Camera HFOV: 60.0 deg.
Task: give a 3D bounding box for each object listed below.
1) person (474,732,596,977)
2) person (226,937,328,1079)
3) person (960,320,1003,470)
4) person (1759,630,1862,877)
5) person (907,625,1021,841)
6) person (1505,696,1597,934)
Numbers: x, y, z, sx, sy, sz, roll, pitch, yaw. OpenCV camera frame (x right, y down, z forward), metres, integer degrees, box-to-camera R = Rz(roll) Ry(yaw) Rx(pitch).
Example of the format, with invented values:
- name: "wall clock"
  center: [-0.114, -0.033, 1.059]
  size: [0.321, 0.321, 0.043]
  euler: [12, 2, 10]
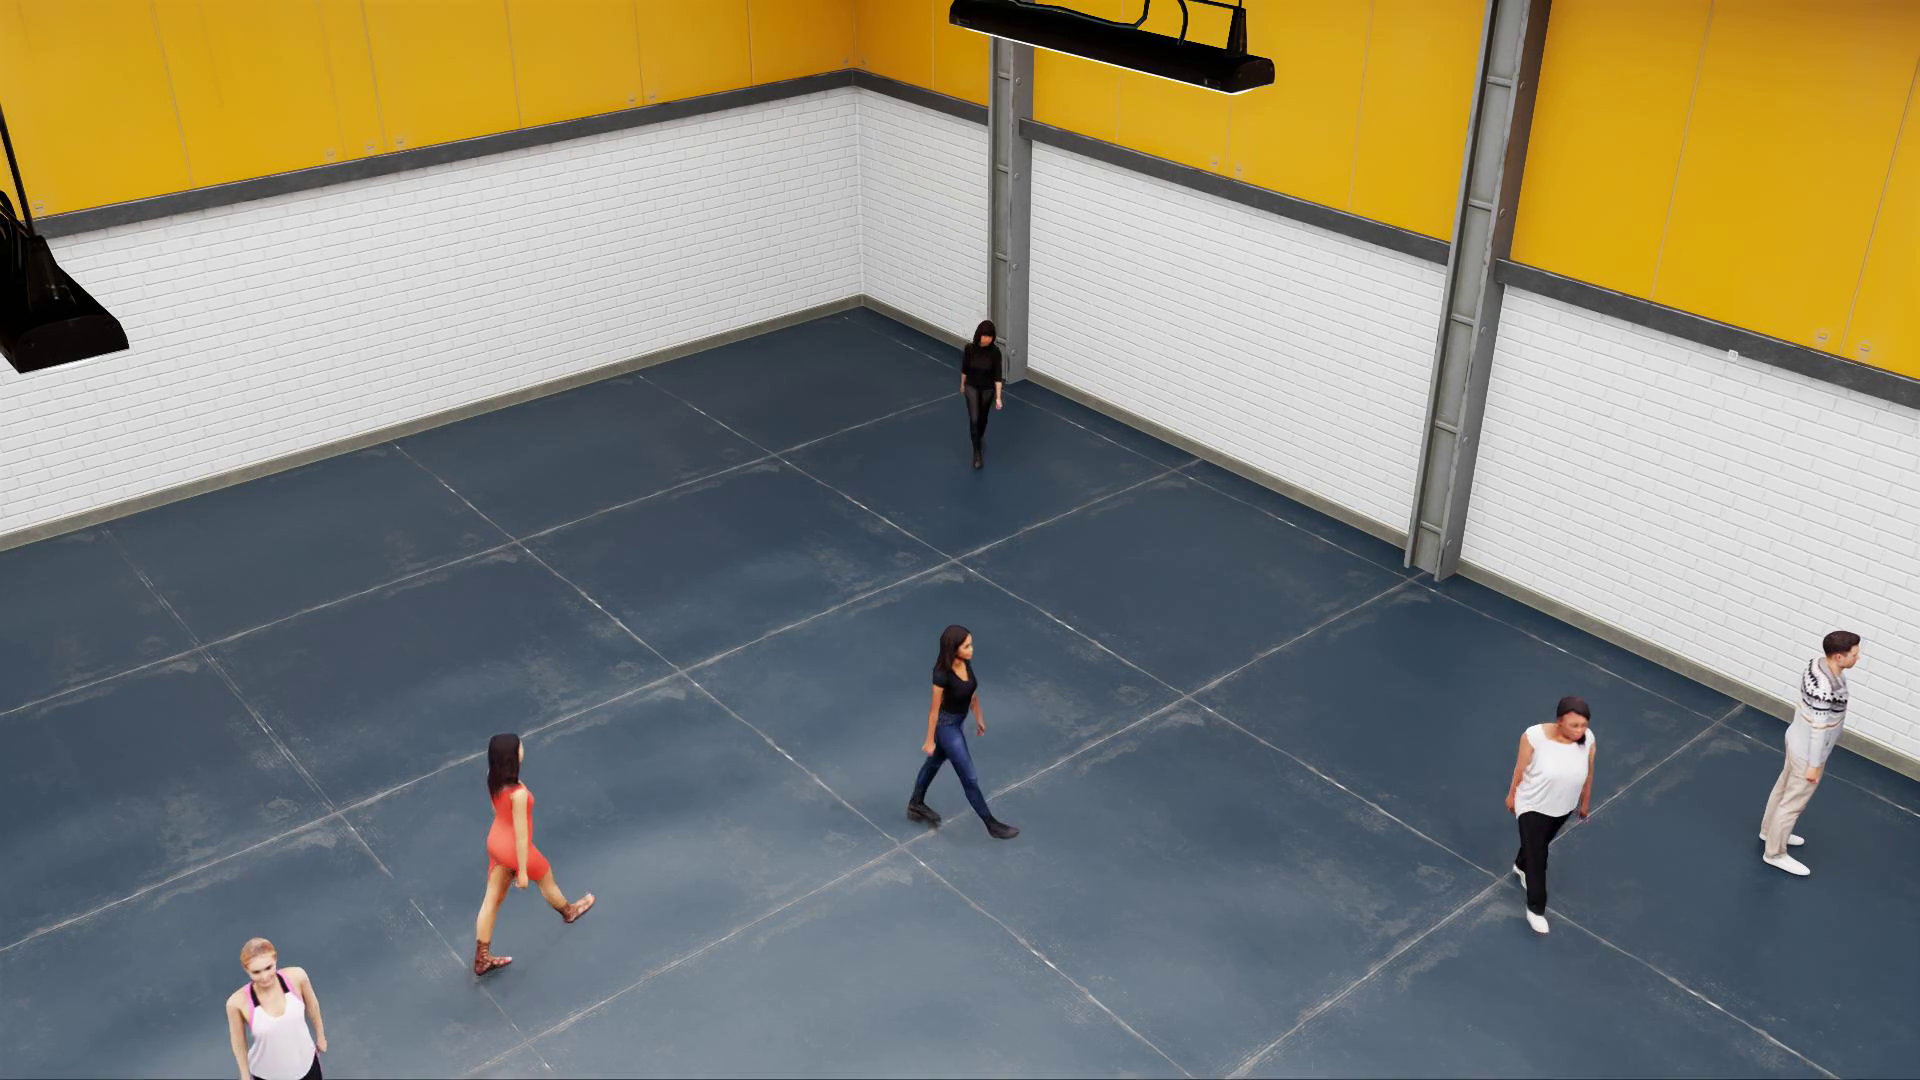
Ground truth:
- name: "person"
  center: [-2.918, 2.041, 10.594]
  size: [1.143, 1.655, 0.789]
  euler: [22, 36, 35]
- name: "person"
  center: [-3.702, 2.824, 9.076]
  size: [0.734, 1.734, 1.166]
  euler: [-17, 33, -28]
- name: "person"
  center: [0.192, -1.589, 17.309]
  size: [0.917, 1.596, 1.008]
  euler: [4, 29, 7]
- name: "person"
  center: [5.871, 1.420, 11.517]
  size: [0.764, 1.861, 0.767]
  euler: [9, 30, 17]
- name: "person"
  center: [-0.156, 1.346, 11.831]
  size: [1.218, 1.691, 0.917]
  euler: [13, 31, 23]
- name: "person"
  center: [3.925, 1.716, 11.184]
  size: [0.968, 1.661, 1.113]
  euler: [-4, 29, -7]
